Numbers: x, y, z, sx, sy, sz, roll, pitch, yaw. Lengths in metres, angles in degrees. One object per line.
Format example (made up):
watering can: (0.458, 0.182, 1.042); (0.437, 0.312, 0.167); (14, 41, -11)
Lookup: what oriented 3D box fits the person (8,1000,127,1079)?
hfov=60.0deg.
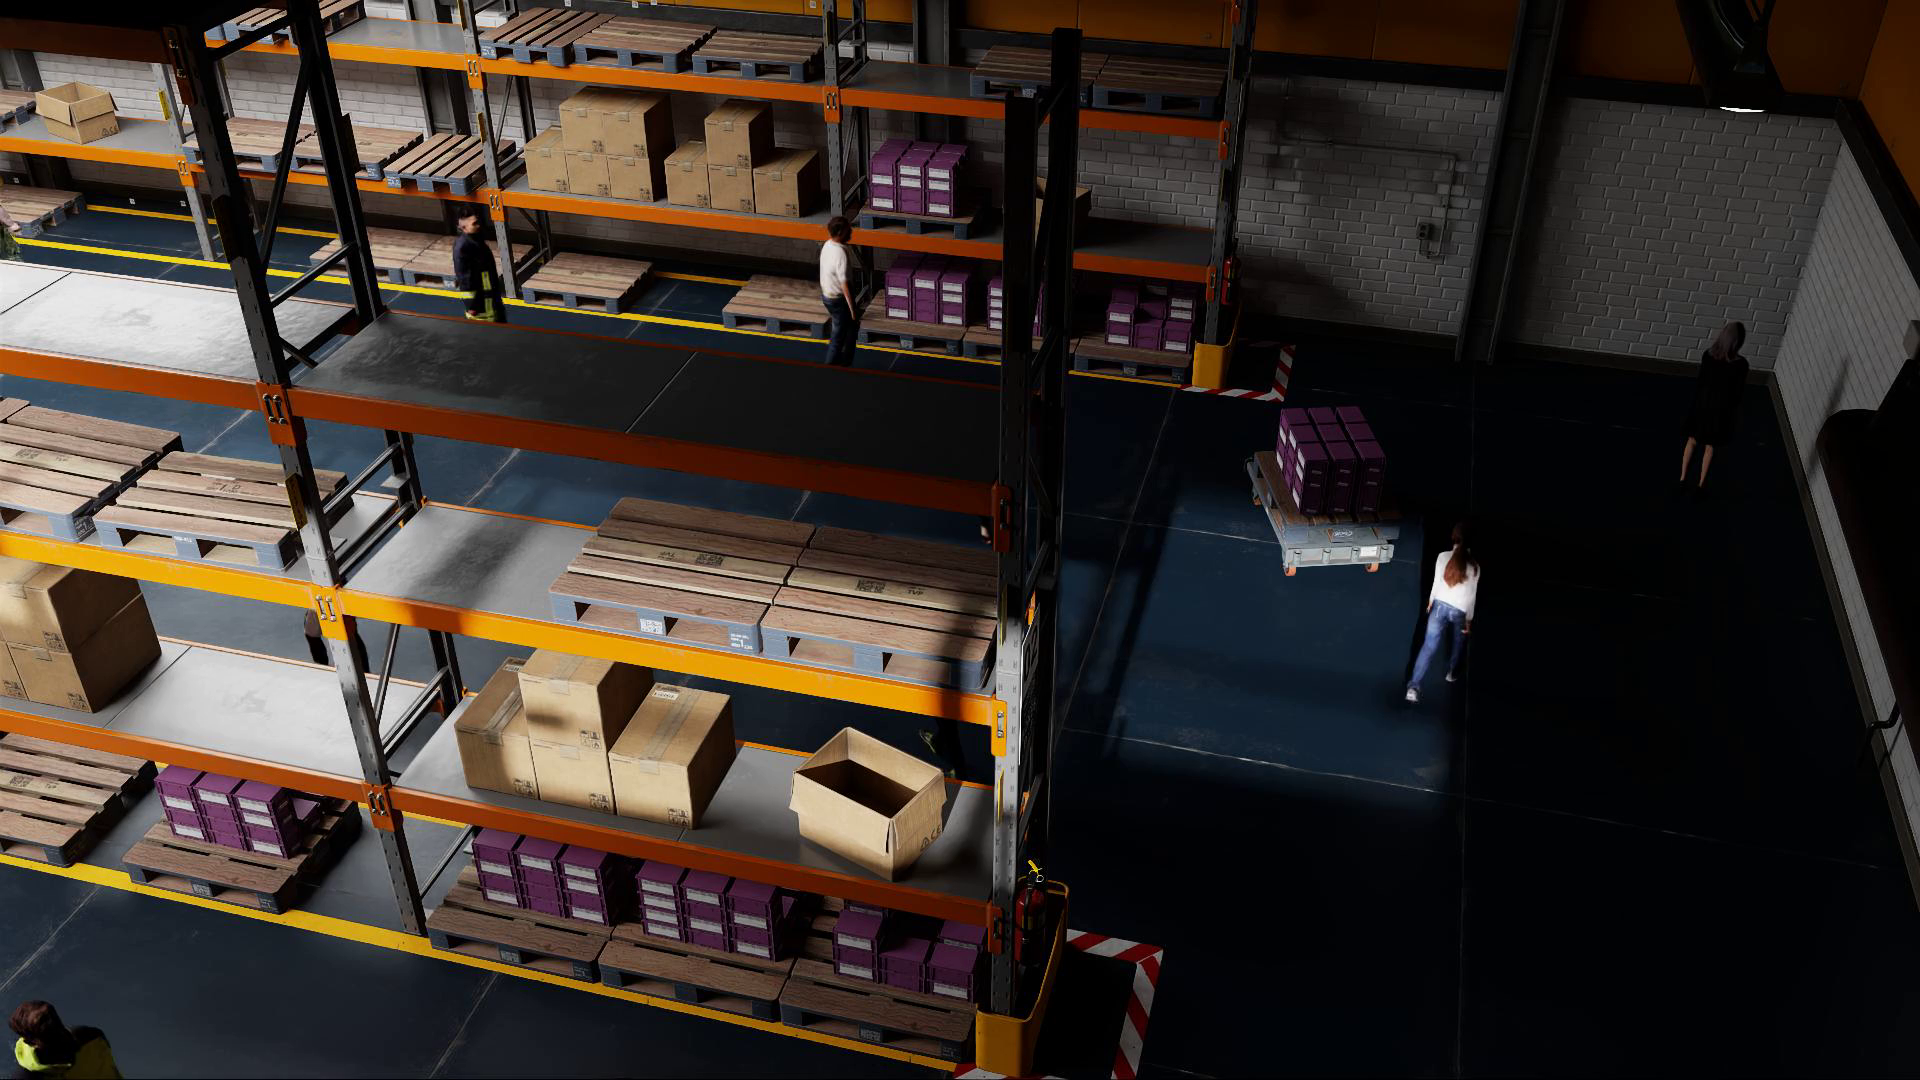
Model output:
person: (-4.556, 3.062, 8.534); (0.847, 1.970, 0.775); (10, 35, 15)

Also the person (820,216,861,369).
person: (-1.330, -2.402, 16.875); (0.853, 1.838, 0.816); (-9, 35, -13)

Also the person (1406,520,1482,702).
person: (3.686, 0.585, 12.669); (1.060, 1.518, 0.843); (21, 39, 29)

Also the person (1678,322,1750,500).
person: (6.845, -1.178, 15.115); (0.658, 1.747, 0.756); (28, 43, 36)

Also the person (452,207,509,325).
person: (-4.995, -2.549, 17.095); (0.931, 1.838, 0.764); (6, 34, 9)
